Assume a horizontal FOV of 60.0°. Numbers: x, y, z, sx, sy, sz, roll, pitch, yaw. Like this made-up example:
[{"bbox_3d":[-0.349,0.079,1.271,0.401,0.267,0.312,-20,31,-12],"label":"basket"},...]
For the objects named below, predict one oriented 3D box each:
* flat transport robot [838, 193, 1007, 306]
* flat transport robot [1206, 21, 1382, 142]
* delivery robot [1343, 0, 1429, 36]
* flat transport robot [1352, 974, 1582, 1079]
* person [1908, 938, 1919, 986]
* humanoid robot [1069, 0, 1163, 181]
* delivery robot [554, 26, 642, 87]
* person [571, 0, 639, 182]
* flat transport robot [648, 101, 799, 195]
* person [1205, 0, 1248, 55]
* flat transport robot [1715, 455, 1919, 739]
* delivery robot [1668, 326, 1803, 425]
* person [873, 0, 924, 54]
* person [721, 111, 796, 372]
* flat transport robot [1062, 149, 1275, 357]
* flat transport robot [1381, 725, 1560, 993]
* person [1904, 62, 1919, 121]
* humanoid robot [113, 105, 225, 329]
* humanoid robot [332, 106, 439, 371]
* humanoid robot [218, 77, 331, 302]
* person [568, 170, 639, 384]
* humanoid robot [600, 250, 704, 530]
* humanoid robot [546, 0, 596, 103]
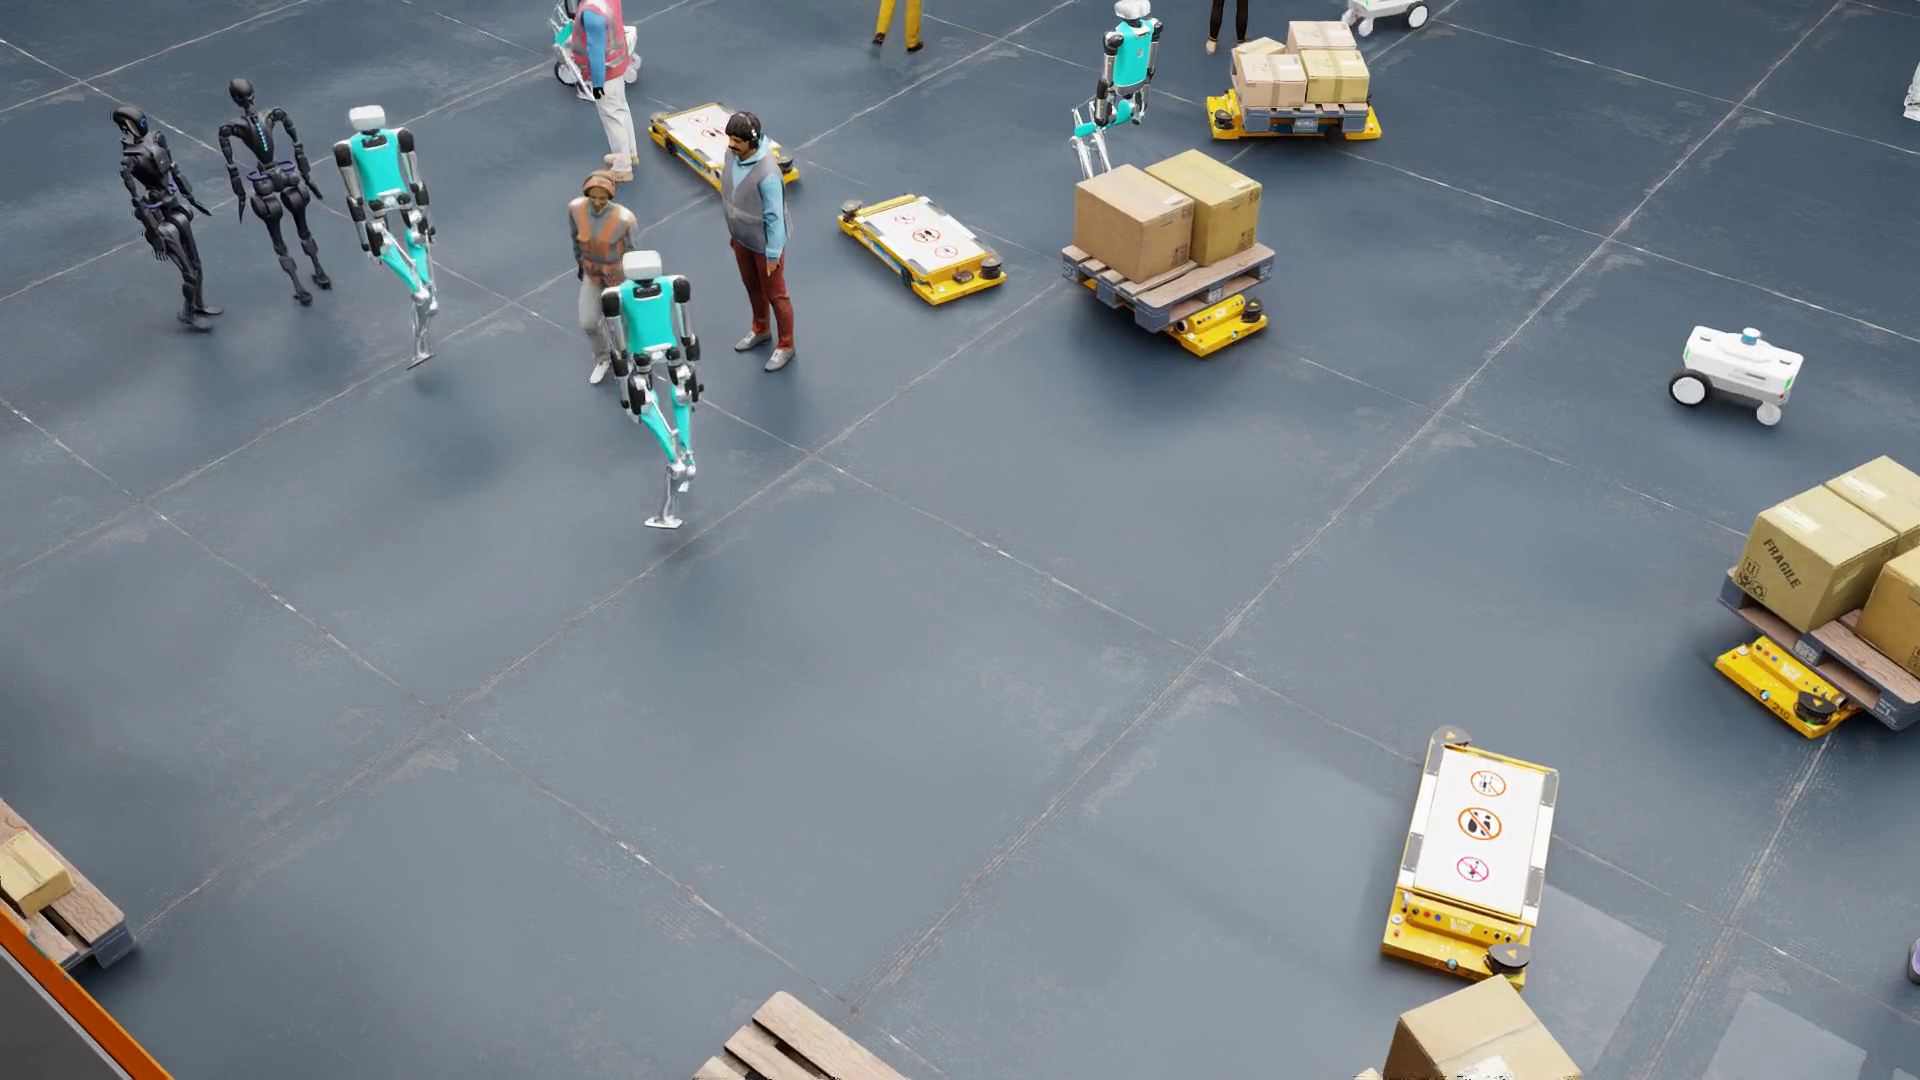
[{"bbox_3d":[-0.306,-2.273,12.751,0.659,0.231,1.431,-22,45,-24],"label":"flat transport robot"},{"bbox_3d":[2.892,-3.707,14.439,1.431,0.231,0.659,0,40,0],"label":"flat transport robot"},{"bbox_3d":[4.102,-5.182,15.968,0.812,0.614,0.499,-16,43,-18],"label":"delivery robot"},{"bbox_3d":[1.978,2.844,6.733,0.659,0.231,1.431,-16,43,-18],"label":"flat transport robot"},{"bbox_3d":[4.637,1.389,7.226,0.568,1.844,0.379,30,49,30],"label":"person"},{"bbox_3d":[1.133,-3.439,12.887,0.533,1.677,0.735,-27,47,-28],"label":"humanoid robot"},{"bbox_3d":[-3.315,-4.450,15.106,0.812,0.614,0.499,0,40,0],"label":"delivery robot"},{"bbox_3d":[-2.860,-3.771,13.313,0.431,1.836,0.628,0,40,0],"label":"person"},{"bbox_3d":[-2.004,-3.292,13.951,0.659,0.231,1.431,-25,46,-26],"label":"flat transport robot"},{"bbox_3d":[2.503,-5.251,15.152,0.539,1.696,0.316,7,41,8],"label":"person"},{"bbox_3d":[5.023,0.604,9.367,1.431,0.231,0.659,-20,44,-22],"label":"flat transport robot"},{"bbox_3d":[5.242,-1.160,11.206,0.759,0.575,0.499,22,45,24],"label":"delivery robot"},{"bbox_3d":[-0.541,-5.332,15.236,0.581,1.723,0.547,16,43,18],"label":"person"},{"bbox_3d":[-1.354,-2.035,11.237,0.415,1.872,0.535,-31,49,-31],"label":"person"},{"bbox_3d":[1.516,-1.838,12.240,0.659,0.231,1.431,-27,47,-28],"label":"flat transport robot"},{"bbox_3d":[2.559,1.543,8.263,0.659,0.231,1.431,14,42,16],"label":"flat transport robot"},{"bbox_3d":[8.482,-4.441,14.162,0.292,1.746,0.485,18,44,20],"label":"person"},{"bbox_3d":[-5.546,-2.285,11.674,0.342,1.656,0.597,6,41,7],"label":"humanoid robot"},{"bbox_3d":[-3.732,-1.947,11.287,0.535,1.762,1.034,-22,45,-24],"label":"humanoid robot"},{"bbox_3d":[-4.901,-2.503,11.967,0.604,1.670,0.428,-28,48,-29],"label":"humanoid robot"},{"bbox_3d":[-2.342,-1.720,11.051,0.540,1.612,0.500,13,42,15],"label":"person"},{"bbox_3d":[-1.721,-0.786,9.888,0.536,1.734,1.017,-15,43,-17],"label":"humanoid robot"},{"bbox_3d":[-3.391,-4.707,14.433,0.703,1.732,0.536,16,43,18],"label":"humanoid robot"}]
